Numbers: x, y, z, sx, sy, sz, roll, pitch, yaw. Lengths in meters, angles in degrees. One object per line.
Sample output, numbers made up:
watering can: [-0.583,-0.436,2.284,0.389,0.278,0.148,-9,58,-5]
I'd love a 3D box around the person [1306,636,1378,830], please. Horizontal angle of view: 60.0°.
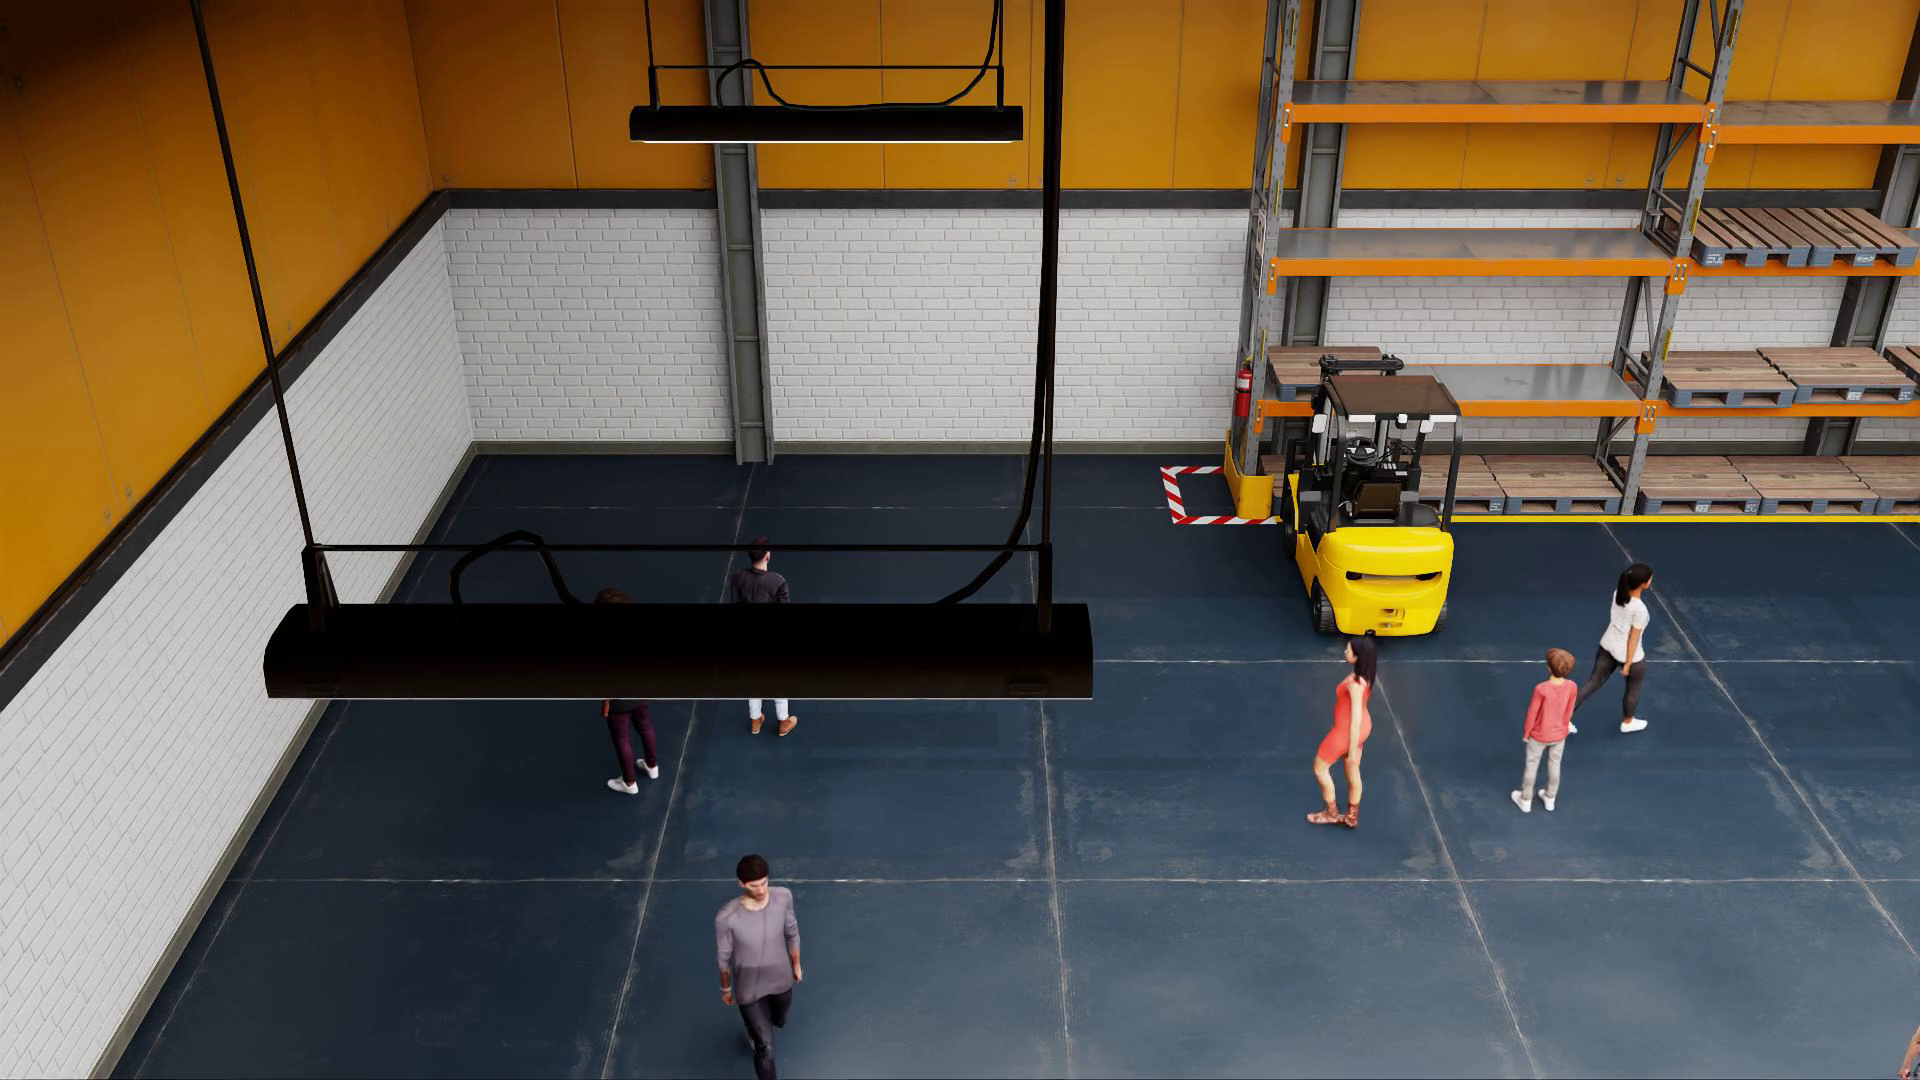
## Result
person: [3.012,1.478,12.503,0.749,1.704,0.712,15,32,25]

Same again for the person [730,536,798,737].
person: [-1.603,0.790,13.627,0.551,1.836,0.761,6,29,10]

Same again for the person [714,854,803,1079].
person: [-1.247,2.654,10.221,1.152,1.825,1.105,-17,33,-28]

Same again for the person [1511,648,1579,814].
person: [4.543,1.472,12.814,0.441,1.416,0.592,-3,29,-5]

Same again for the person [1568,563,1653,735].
person: [5.317,0.933,13.601,1.147,1.609,0.799,-9,30,-16]

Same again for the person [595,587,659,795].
person: [-2.618,1.168,12.991,0.733,1.781,0.714,18,33,29]
